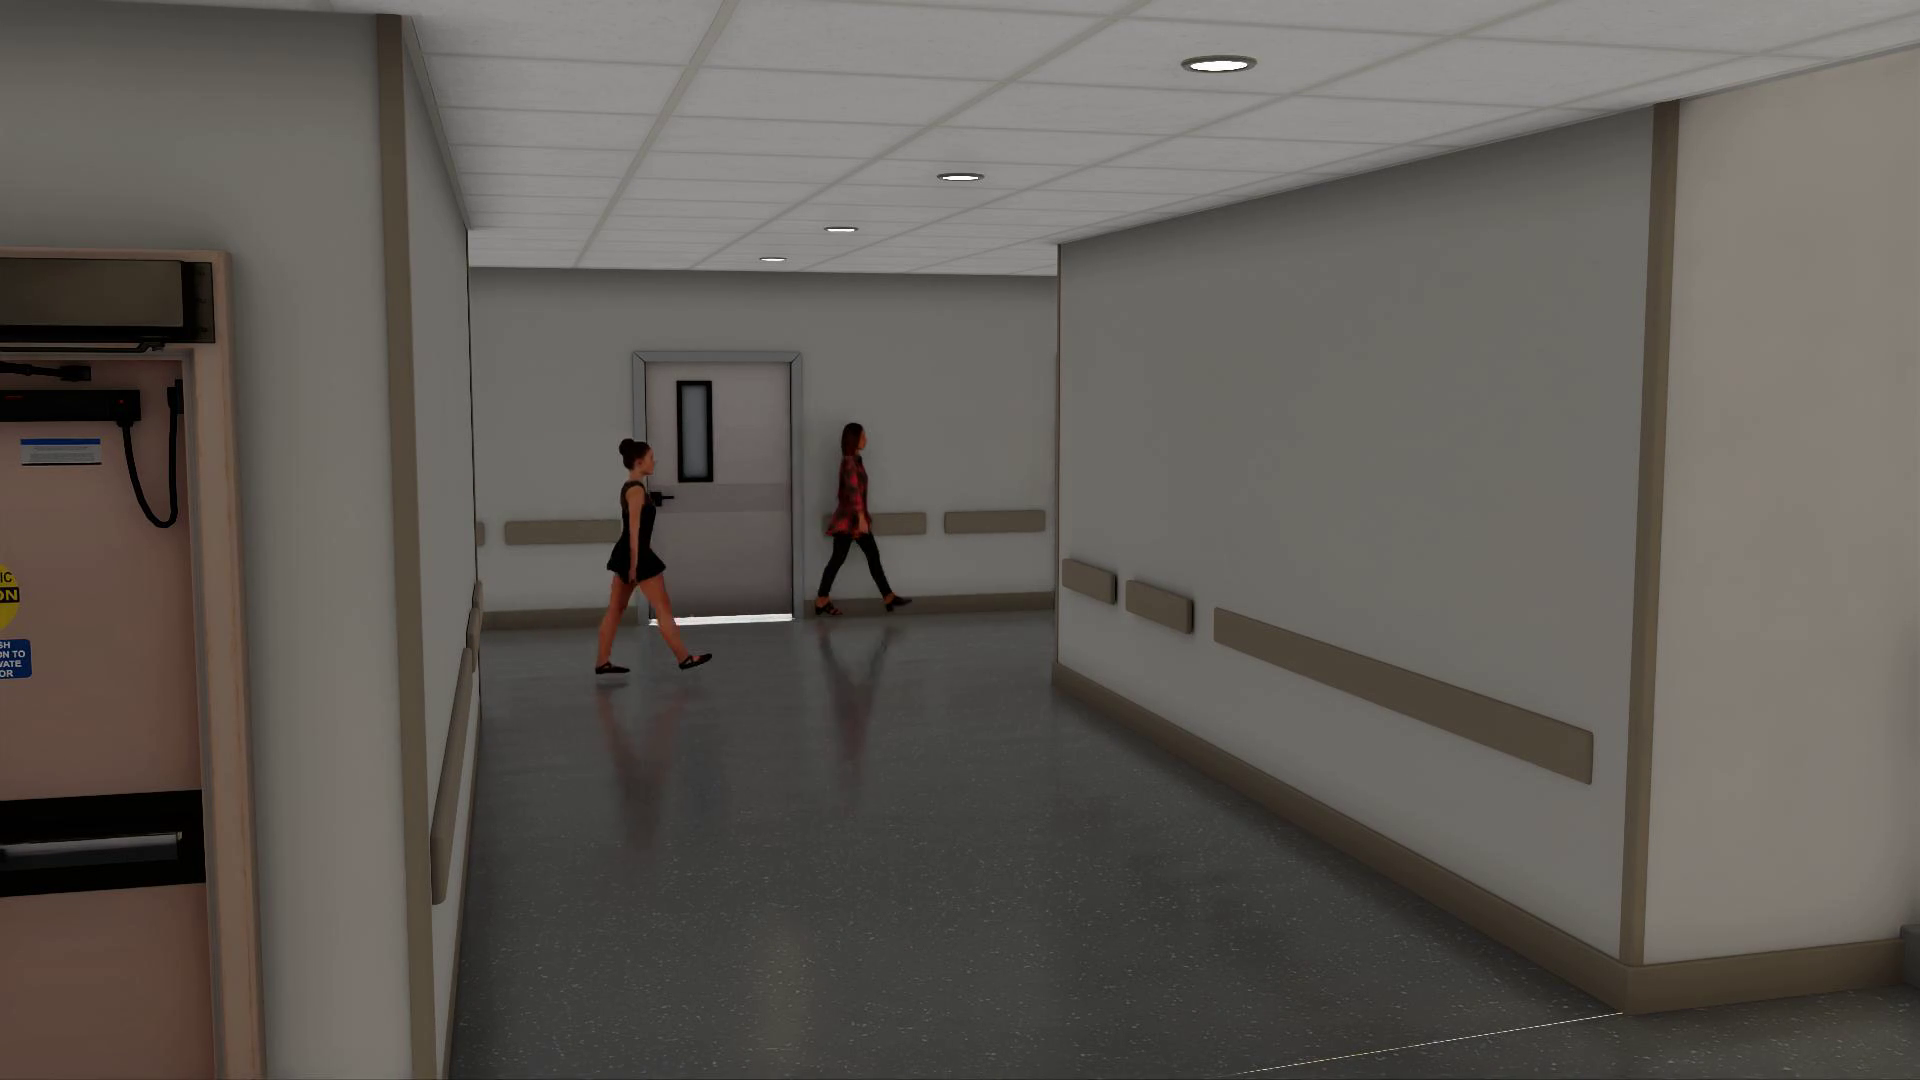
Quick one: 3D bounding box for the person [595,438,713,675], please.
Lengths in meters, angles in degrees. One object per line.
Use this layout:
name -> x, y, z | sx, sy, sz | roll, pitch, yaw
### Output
person -> -2.342, 0.151, 11.560 | 1.033, 1.641, 0.631 | -2, 6, -21

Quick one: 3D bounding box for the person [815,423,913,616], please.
person -> -1.023, -0.138, 14.364 | 1.147, 1.656, 0.873 | 0, 6, 4
